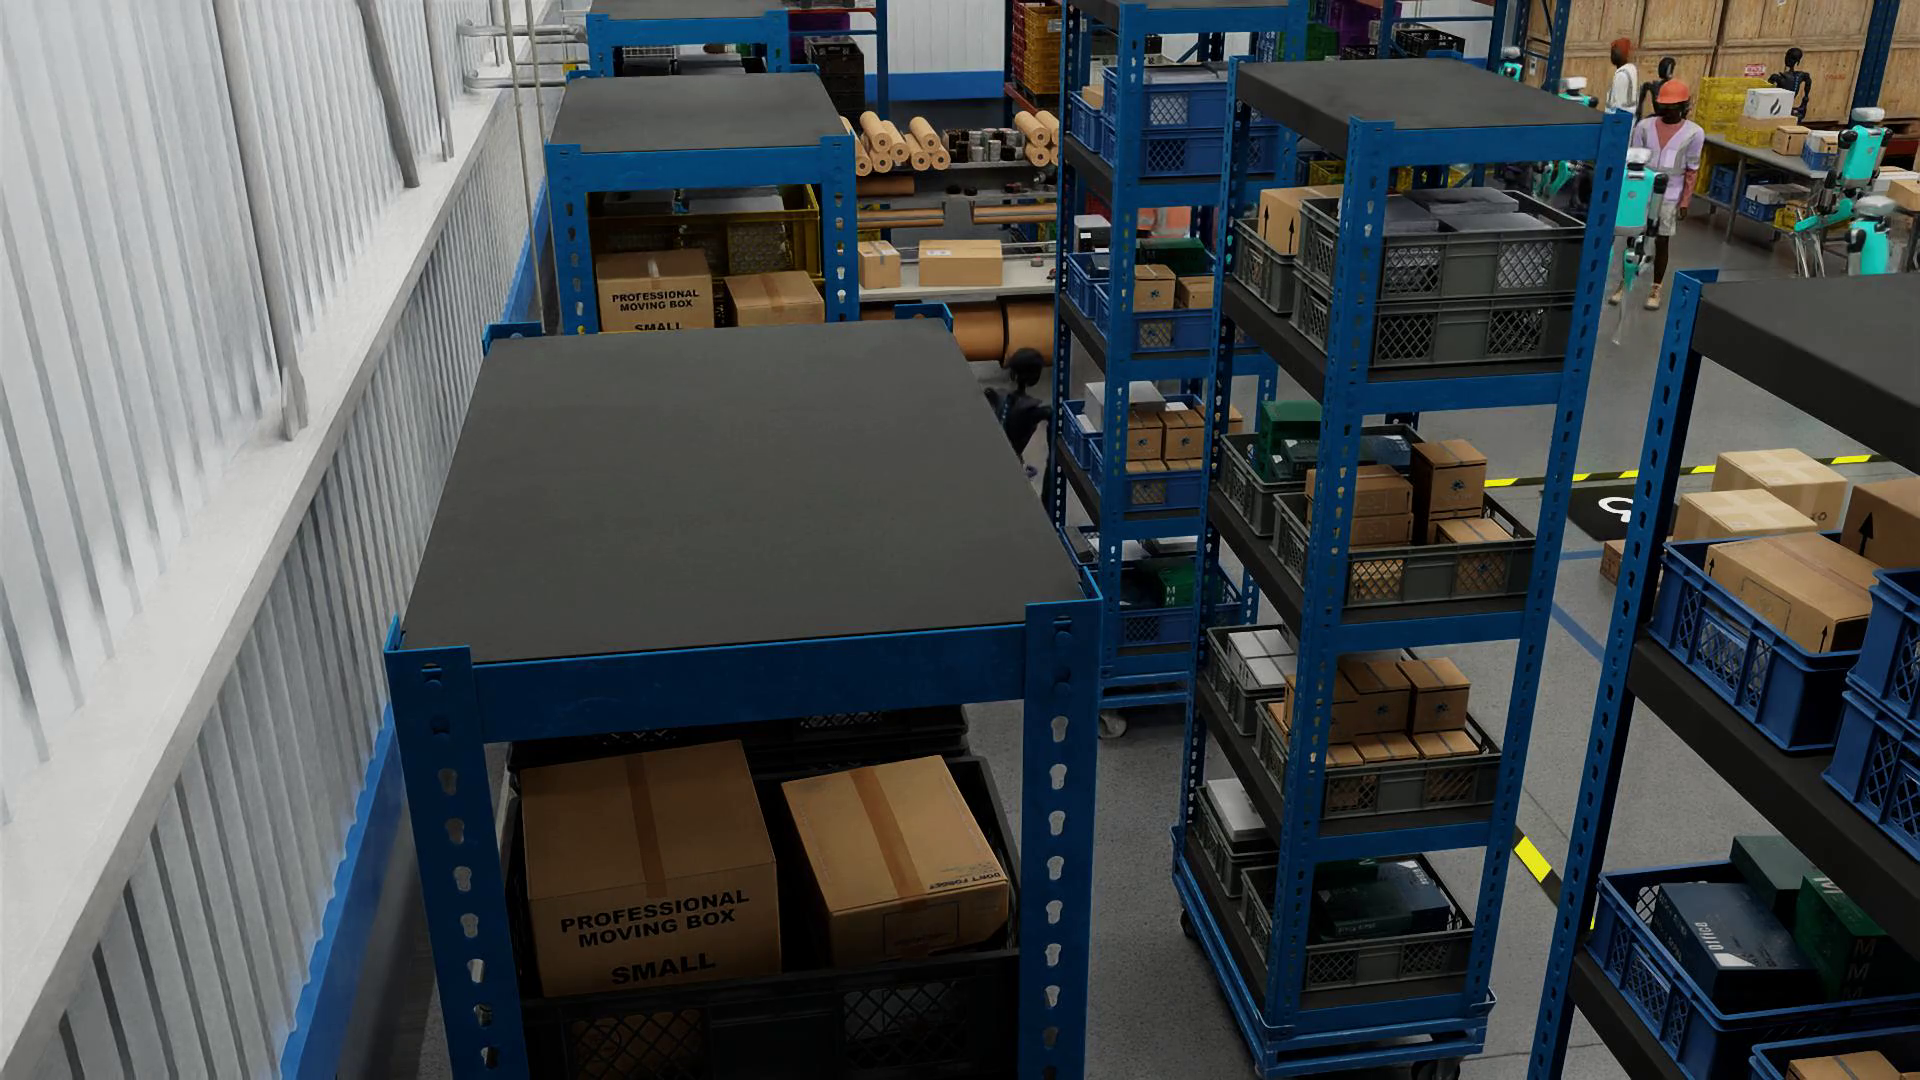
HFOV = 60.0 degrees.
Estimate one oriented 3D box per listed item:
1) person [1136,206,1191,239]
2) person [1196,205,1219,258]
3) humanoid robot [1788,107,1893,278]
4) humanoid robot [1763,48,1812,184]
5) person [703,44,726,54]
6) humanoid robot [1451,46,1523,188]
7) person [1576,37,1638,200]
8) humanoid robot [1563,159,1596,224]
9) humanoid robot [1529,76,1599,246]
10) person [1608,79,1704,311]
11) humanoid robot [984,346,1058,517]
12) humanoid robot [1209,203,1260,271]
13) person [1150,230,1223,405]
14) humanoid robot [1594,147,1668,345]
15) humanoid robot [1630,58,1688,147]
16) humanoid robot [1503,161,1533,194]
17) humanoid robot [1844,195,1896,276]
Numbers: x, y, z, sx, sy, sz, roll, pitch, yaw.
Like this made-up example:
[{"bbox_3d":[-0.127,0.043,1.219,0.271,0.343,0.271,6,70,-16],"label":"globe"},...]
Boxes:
[{"bbox_3d":[1.600,-2.268,13.220,0.602,1.954,0.397,-16,29,-30],"label":"person"},{"bbox_3d":[1.916,-2.540,13.991,0.598,1.793,0.658,21,32,38],"label":"person"},{"bbox_3d":[7.975,-3.158,15.249,0.533,1.674,0.735,-8,26,-16],"label":"humanoid robot"},{"bbox_3d":[9.326,-4.734,18.886,0.599,1.657,0.315,-3,25,-6],"label":"humanoid robot"},{"bbox_3d":[-2.708,-4.587,18.399,0.531,1.830,0.640,2,25,4],"label":"person"},{"bbox_3d":[5.747,-4.545,18.529,0.816,1.873,0.548,9,26,19],"label":"humanoid robot"},{"bbox_3d":[7.224,-4.586,18.364,0.752,1.854,0.647,13,28,27],"label":"person"},{"bbox_3d":[5.409,-2.762,14.642,0.592,1.645,0.572,-18,30,-34],"label":"humanoid robot"},{"bbox_3d":[5.968,-3.802,16.843,0.538,1.819,0.761,-4,25,-9],"label":"humanoid robot"},{"bbox_3d":[6.231,-3.080,14.874,0.606,2.043,0.376,16,29,32],"label":"person"},{"bbox_3d":[0.231,-0.264,9.193,0.618,1.639,0.463,13,28,26],"label":"humanoid robot"},{"bbox_3d":[2.214,-2.500,14.014,0.560,1.779,0.931,14,28,28],"label":"humanoid robot"},{"bbox_3d":[1.463,-1.095,10.791,0.588,1.847,0.396,-4,25,-8],"label":"person"},{"bbox_3d":[5.446,-2.417,13.845,0.530,1.799,0.800,5,25,10],"label":"humanoid robot"},{"bbox_3d":[7.777,-4.521,18.458,0.599,1.633,0.508,20,32,37],"label":"humanoid robot"},{"bbox_3d":[5.352,-3.442,16.104,0.489,1.645,0.612,8,26,16],"label":"humanoid robot"},{"bbox_3d":[6.635,-1.506,11.881,0.552,1.819,0.810,-21,32,-38],"label":"humanoid robot"}]
